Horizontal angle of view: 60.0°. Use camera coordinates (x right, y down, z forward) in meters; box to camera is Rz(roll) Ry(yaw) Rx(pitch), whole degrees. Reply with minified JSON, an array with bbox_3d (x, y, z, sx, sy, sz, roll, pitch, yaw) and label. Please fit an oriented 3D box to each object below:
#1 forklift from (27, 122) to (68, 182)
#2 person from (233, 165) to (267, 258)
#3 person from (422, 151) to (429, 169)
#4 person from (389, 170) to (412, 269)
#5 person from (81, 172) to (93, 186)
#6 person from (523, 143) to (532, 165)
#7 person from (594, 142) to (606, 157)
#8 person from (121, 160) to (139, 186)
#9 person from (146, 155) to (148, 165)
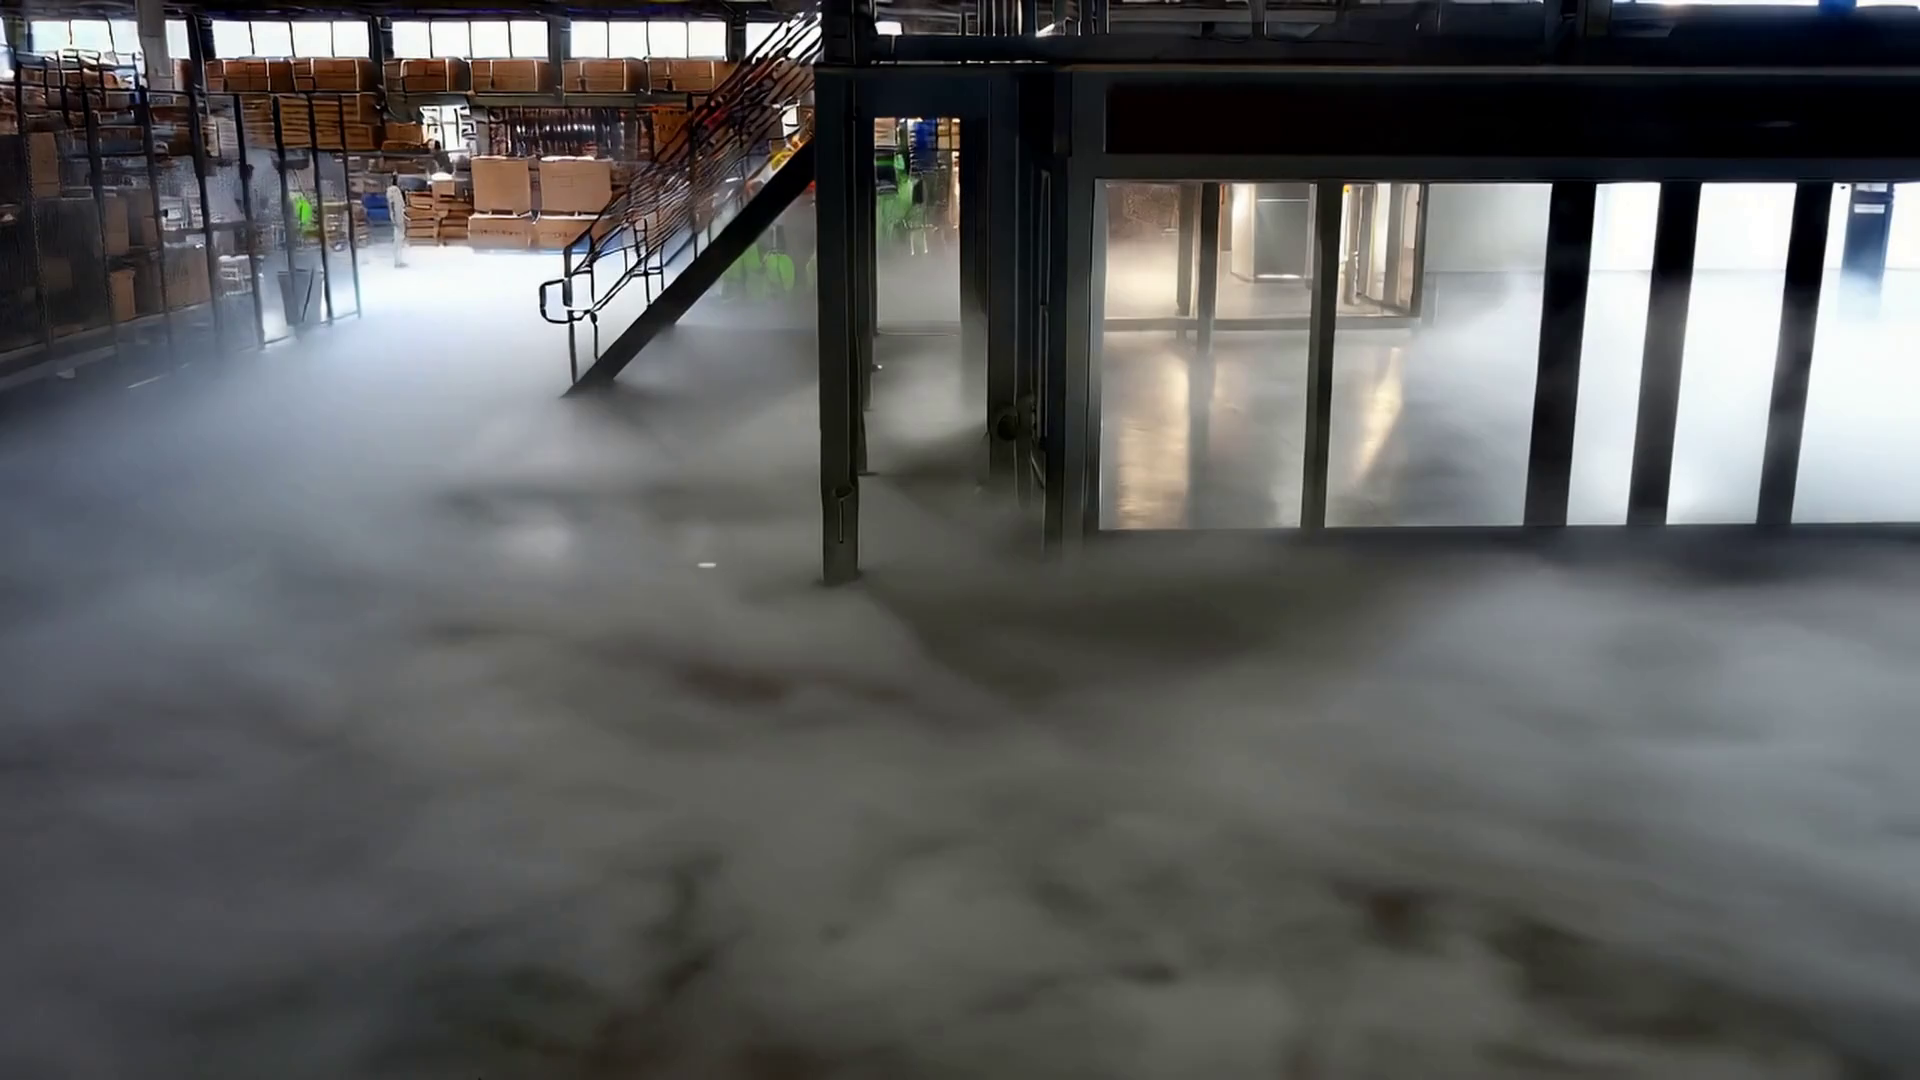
[{"bbox_3d":[-35.376,-14.773,64.377,1.129,2.768,1.873,-1,14,-2],"label":"forklift"},{"bbox_3d":[-14.795,-6.823,34.553,0.971,1.931,0.592,13,19,43],"label":"person"},{"bbox_3d":[-21.906,-15.142,68.124,0.427,1.751,0.551,-3,14,-12],"label":"person"},{"bbox_3d":[-10.815,-6.175,32.066,0.309,1.868,0.535,-2,14,-10],"label":"person"},{"bbox_3d":[-16.082,-5.877,30.866,0.328,1.875,0.513,-2,14,-6],"label":"person"},{"bbox_3d":[-21.851,-19.107,83.856,0.690,1.815,0.600,-4,15,-16],"label":"person"},{"bbox_3d":[-16.021,-16.724,74.111,0.623,1.935,0.436,5,15,21],"label":"person"},{"bbox_3d":[-18.952,-7.735,38.157,0.372,1.939,0.544,-1,14,-3],"label":"person"},{"bbox_3d":[-40.433,-18.974,83.063,0.629,1.938,1.018,0,14,1],"label":"person"}]
